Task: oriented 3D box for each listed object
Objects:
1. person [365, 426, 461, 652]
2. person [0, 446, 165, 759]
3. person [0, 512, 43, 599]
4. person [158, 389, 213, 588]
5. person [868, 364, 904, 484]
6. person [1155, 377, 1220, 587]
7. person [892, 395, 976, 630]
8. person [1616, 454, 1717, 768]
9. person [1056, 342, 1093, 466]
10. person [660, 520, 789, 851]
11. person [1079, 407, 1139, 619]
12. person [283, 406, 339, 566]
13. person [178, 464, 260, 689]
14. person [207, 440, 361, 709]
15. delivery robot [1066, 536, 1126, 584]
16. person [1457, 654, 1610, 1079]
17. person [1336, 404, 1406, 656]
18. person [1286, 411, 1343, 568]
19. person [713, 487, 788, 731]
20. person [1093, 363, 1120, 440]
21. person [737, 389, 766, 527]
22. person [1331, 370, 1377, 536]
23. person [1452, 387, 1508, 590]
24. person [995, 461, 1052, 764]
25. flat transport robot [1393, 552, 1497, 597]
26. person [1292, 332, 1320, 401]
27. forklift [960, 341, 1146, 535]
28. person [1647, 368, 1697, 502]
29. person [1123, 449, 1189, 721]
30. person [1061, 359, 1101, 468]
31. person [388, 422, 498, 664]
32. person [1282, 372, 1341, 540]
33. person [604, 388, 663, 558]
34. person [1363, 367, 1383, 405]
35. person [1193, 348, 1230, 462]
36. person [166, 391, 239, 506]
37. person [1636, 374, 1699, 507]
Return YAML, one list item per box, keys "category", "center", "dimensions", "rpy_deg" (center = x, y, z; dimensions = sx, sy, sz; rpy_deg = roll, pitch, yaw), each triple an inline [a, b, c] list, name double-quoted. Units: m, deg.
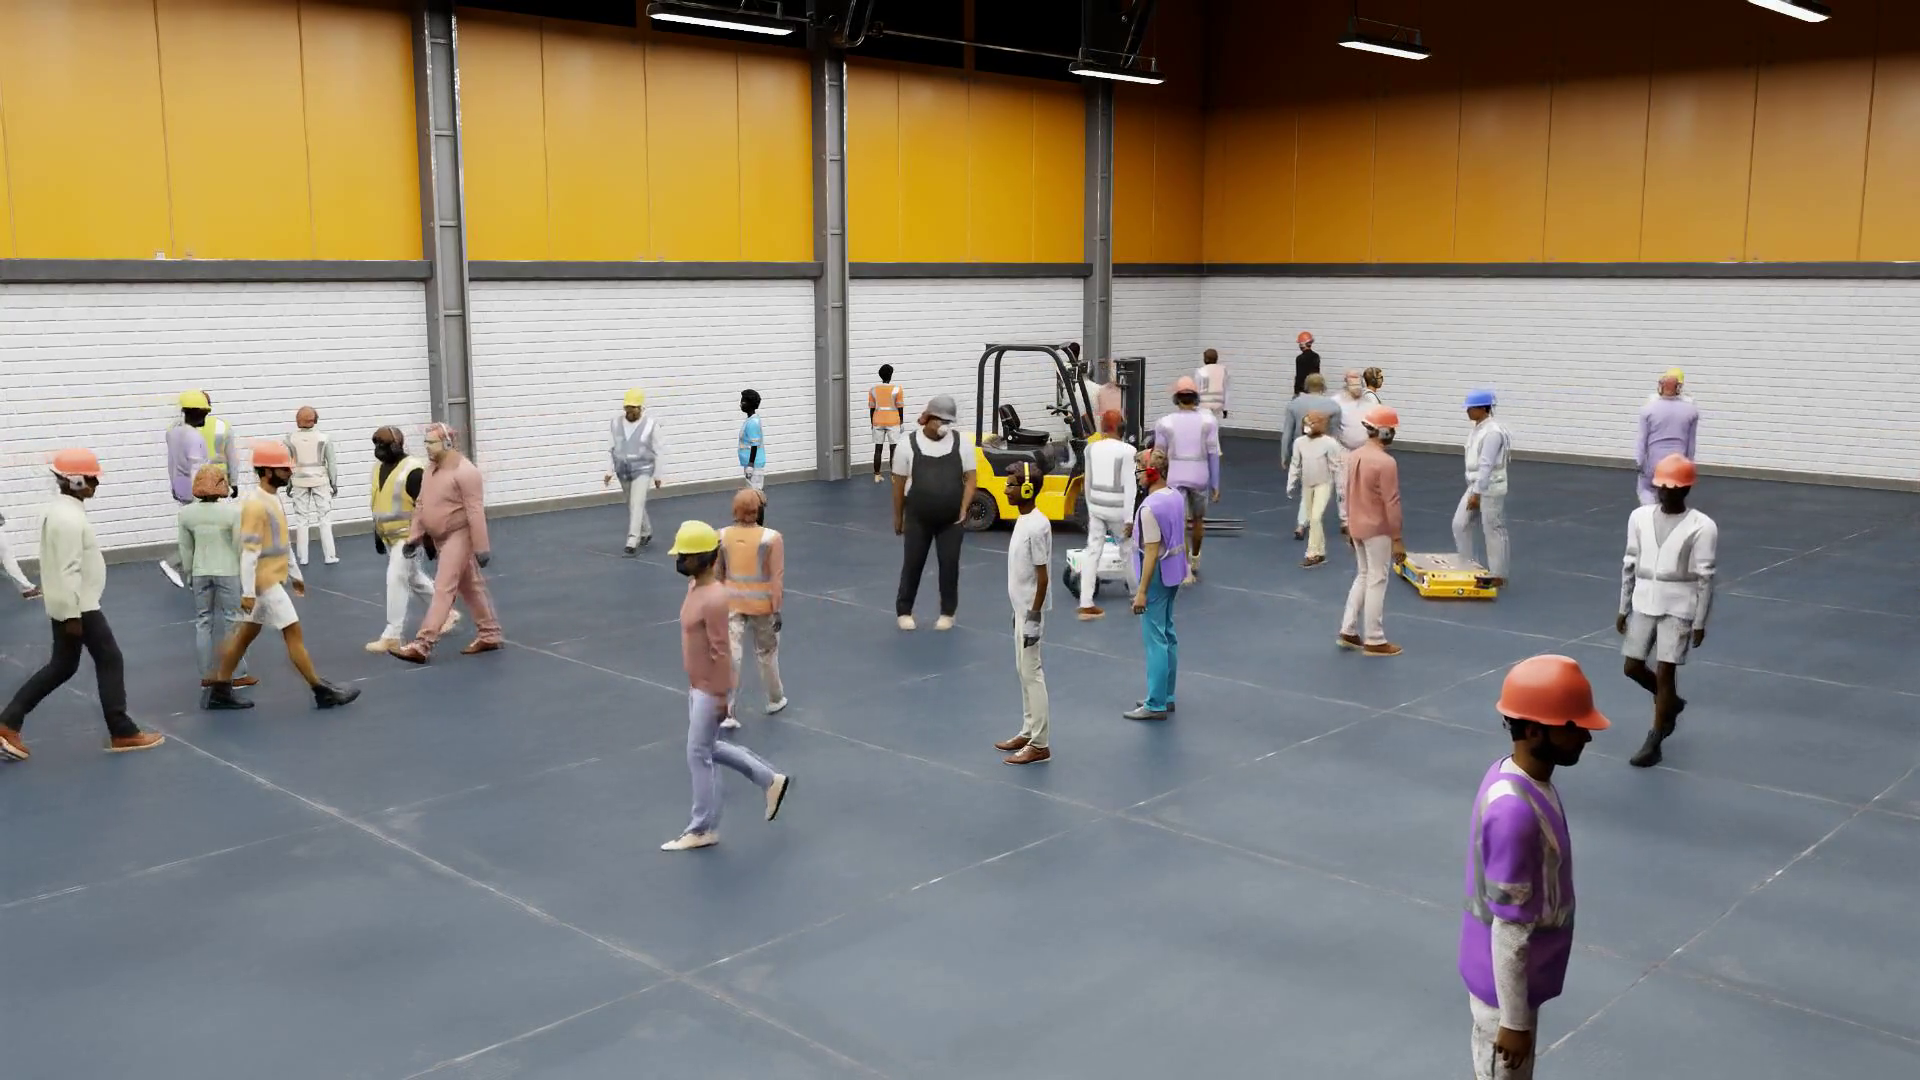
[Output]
- category: "person"
  center: [-4.441, -0.041, 13.449]
  dimensions: [0.655, 1.803, 0.873]
  rpy_deg: [8, 12, 39]
- category: "person"
  center: [-5.559, 0.397, 10.285]
  dimensions: [0.935, 1.957, 0.619]
  rpy_deg: [-7, 11, -35]
- category: "person"
  center: [-8.845, -0.200, 15.080]
  dimensions: [0.902, 1.576, 0.502]
  rpy_deg: [-8, 12, -40]
- category: "person"
  center: [-7.247, -0.462, 15.667]
  dimensions: [0.573, 1.906, 0.593]
  rpy_deg: [-7, 11, -35]
- category: "person"
  center: [-1.038, -1.635, 23.522]
  dimensions: [0.531, 1.694, 0.320]
  rpy_deg: [3, 10, 18]
- category: "person"
  center: [2.205, -0.579, 16.153]
  dimensions: [0.628, 1.976, 1.068]
  rpy_deg: [1, 9, 5]
- category: "person"
  center: [-0.209, -0.251, 13.960]
  dimensions: [0.707, 2.000, 0.565]
  rpy_deg: [-1, 9, -9]
- category: "person"
  center: [4.356, 0.414, 10.239]
  dimensions: [0.644, 1.923, 0.567]
  rpy_deg: [-8, 12, -41]
- category: "person"
  center: [1.754, -2.067, 25.473]
  dimensions: [0.593, 1.920, 0.391]
  rpy_deg: [-2, 9, -10]
- category: "person"
  center: [-1.245, 0.753, 8.725]
  dimensions: [0.648, 1.749, 0.529]
  rpy_deg: [-3, 10, -20]
- category: "person"
  center: [1.353, -0.243, 14.544]
  dimensions: [0.602, 1.826, 1.004]
  rpy_deg: [8, 12, 40]
- category: "person"
  center: [-6.639, -0.548, 17.021]
  dimensions: [0.523, 1.636, 0.310]
  rpy_deg: [-2, 9, -11]
- category: "person"
  center: [-5.358, 0.270, 12.007]
  dimensions: [0.500, 1.636, 0.282]
  rpy_deg: [0, 9, 2]
- category: "person"
  center: [-4.725, 0.252, 11.393]
  dimensions: [1.029, 1.880, 0.567]
  rpy_deg: [-2, 10, -14]
- category: "delivery robot"
  center: [1.357, 0.203, 15.439]
  dimensions: [0.707, 0.478, 0.477]
  rpy_deg: [-1, 9, -5]
- category: "person"
  center: [1.662, 1.280, 4.893]
  dimensions: [0.377, 1.936, 0.547]
  rpy_deg: [4, 10, 21]
- category: "person"
  center: [3.249, -0.074, 13.040]
  dimensions: [0.397, 1.993, 0.637]
  rpy_deg: [-2, 10, -14]
- category: "person"
  center: [3.557, -0.505, 16.854]
  dimensions: [0.773, 1.597, 0.520]
  rpy_deg: [-9, 13, -44]
- category: "person"
  center: [-1.410, 0.444, 11.061]
  dimensions: [0.532, 1.592, 0.857]
  rpy_deg: [2, 10, 15]
- category: "person"
  center: [1.937, -1.290, 20.864]
  dimensions: [0.735, 1.875, 0.403]
  rpy_deg: [5, 10, 26]
- category: "person"
  center: [-2.335, -0.845, 18.661]
  dimensions: [0.318, 1.697, 0.533]
  rpy_deg: [-1, 9, -8]
- category: "person"
  center: [4.494, -0.989, 18.976]
  dimensions: [0.678, 1.890, 0.475]
  rpy_deg: [-2, 9, -12]
- category: "person"
  center: [4.870, -0.474, 15.675]
  dimensions: [0.656, 1.919, 0.628]
  rpy_deg: [-1, 9, -5]
- category: "person"
  center: [0.399, 0.445, 10.233]
  dimensions: [0.315, 1.865, 0.533]
  rpy_deg: [-1, 9, -7]
- category: "flat transport robot"
  center: [4.617, 0.315, 15.902]
  dimensions: [0.652, 0.197, 1.431]
  rpy_deg: [1, 9, 3]
- category: "person"
  center: [5.797, -2.497, 27.944]
  dimensions: [0.570, 1.984, 0.665]
  rpy_deg: [9, 13, 44]
- category: "forklift"
  center: [0.977, -1.223, 19.452]
  dimensions: [2.313, 2.155, 1.214]
  rpy_deg: [2, 9, 11]
- category: "person"
  center: [8.786, -1.223, 20.606]
  dimensions: [0.596, 1.825, 0.403]
  rpy_deg: [4, 10, 23]
- category: "person"
  center: [1.331, 0.301, 11.197]
  dimensions: [0.390, 1.839, 0.564]
  rpy_deg: [4, 10, 24]
- category: "person"
  center: [1.510, -1.341, 21.124]
  dimensions: [0.638, 1.901, 0.857]
  rpy_deg: [7, 11, 35]
- category: "person"
  center: [-4.019, 0.025, 12.839]
  dimensions: [1.002, 1.853, 0.652]
  rpy_deg: [-8, 12, -42]
- category: "person"
  center: [3.955, -0.957, 18.845]
  dimensions: [0.620, 1.879, 1.058]
  rpy_deg: [5, 11, 30]
- category: "person"
  center: [-3.467, -0.745, 17.810]
  dimensions: [0.573, 1.781, 0.953]
  rpy_deg: [3, 10, 16]
- category: "person"
  center: [5.014, -1.189, 20.310]
  dimensions: [0.340, 1.846, 0.513]
  rpy_deg: [0, 9, 1]
- category: "person"
  center: [3.896, -2.071, 25.833]
  dimensions: [0.630, 1.811, 0.875]
  rpy_deg: [-4, 10, -24]
- category: "person"
  center: [-7.463, -0.555, 16.436]
  dimensions: [0.633, 1.842, 0.429]
  rpy_deg: [-3, 10, -20]
- category: "person"
  center: [7.746, -0.883, 18.294]
  dimensions: [0.655, 1.891, 0.430]
  rpy_deg: [1, 9, 5]
